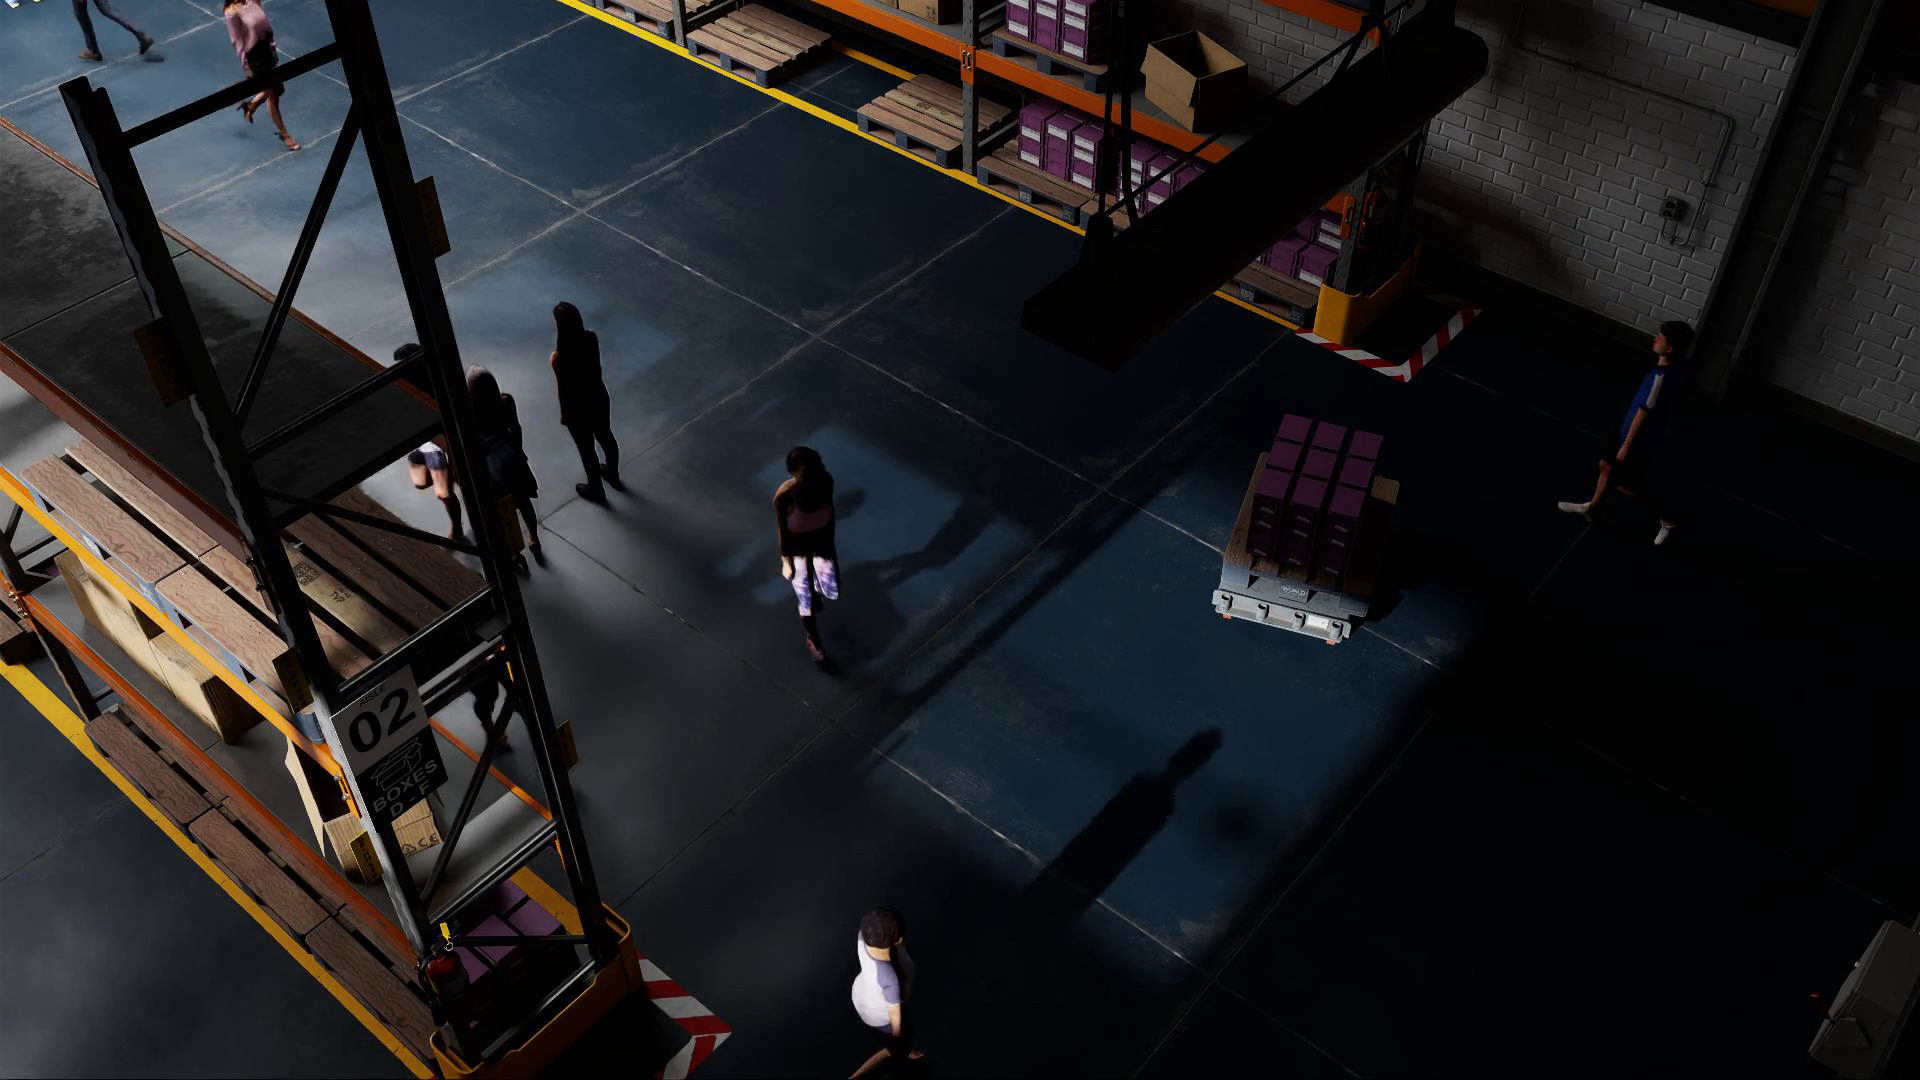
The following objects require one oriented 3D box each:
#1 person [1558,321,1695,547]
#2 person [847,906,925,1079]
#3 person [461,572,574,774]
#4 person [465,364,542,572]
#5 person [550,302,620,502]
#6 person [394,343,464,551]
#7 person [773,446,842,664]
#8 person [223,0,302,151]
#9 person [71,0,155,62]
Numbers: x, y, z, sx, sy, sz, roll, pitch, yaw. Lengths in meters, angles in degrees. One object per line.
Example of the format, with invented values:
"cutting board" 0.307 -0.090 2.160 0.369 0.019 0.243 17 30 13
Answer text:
"person" 4.847 -0.708 11.640 1.194 1.843 0.872 17 46 17
"person" -0.455 2.403 8.586 0.795 1.551 0.818 -19 47 -19
"person" -2.933 0.778 10.282 1.040 1.566 0.608 30 51 27
"person" -3.178 -0.497 11.490 0.579 1.746 0.616 34 53 31
"person" -2.725 -1.006 12.066 0.554 1.688 0.600 27 50 25
"person" -3.682 -0.714 11.754 0.770 1.694 0.728 21 48 21
"person" -1.032 0.028 10.930 0.760 1.757 0.909 -20 47 -20
"person" -6.678 -4.515 15.669 0.960 1.798 0.803 15 46 15
"person" -8.841 -5.706 16.950 1.180 1.755 1.015 4 44 5
